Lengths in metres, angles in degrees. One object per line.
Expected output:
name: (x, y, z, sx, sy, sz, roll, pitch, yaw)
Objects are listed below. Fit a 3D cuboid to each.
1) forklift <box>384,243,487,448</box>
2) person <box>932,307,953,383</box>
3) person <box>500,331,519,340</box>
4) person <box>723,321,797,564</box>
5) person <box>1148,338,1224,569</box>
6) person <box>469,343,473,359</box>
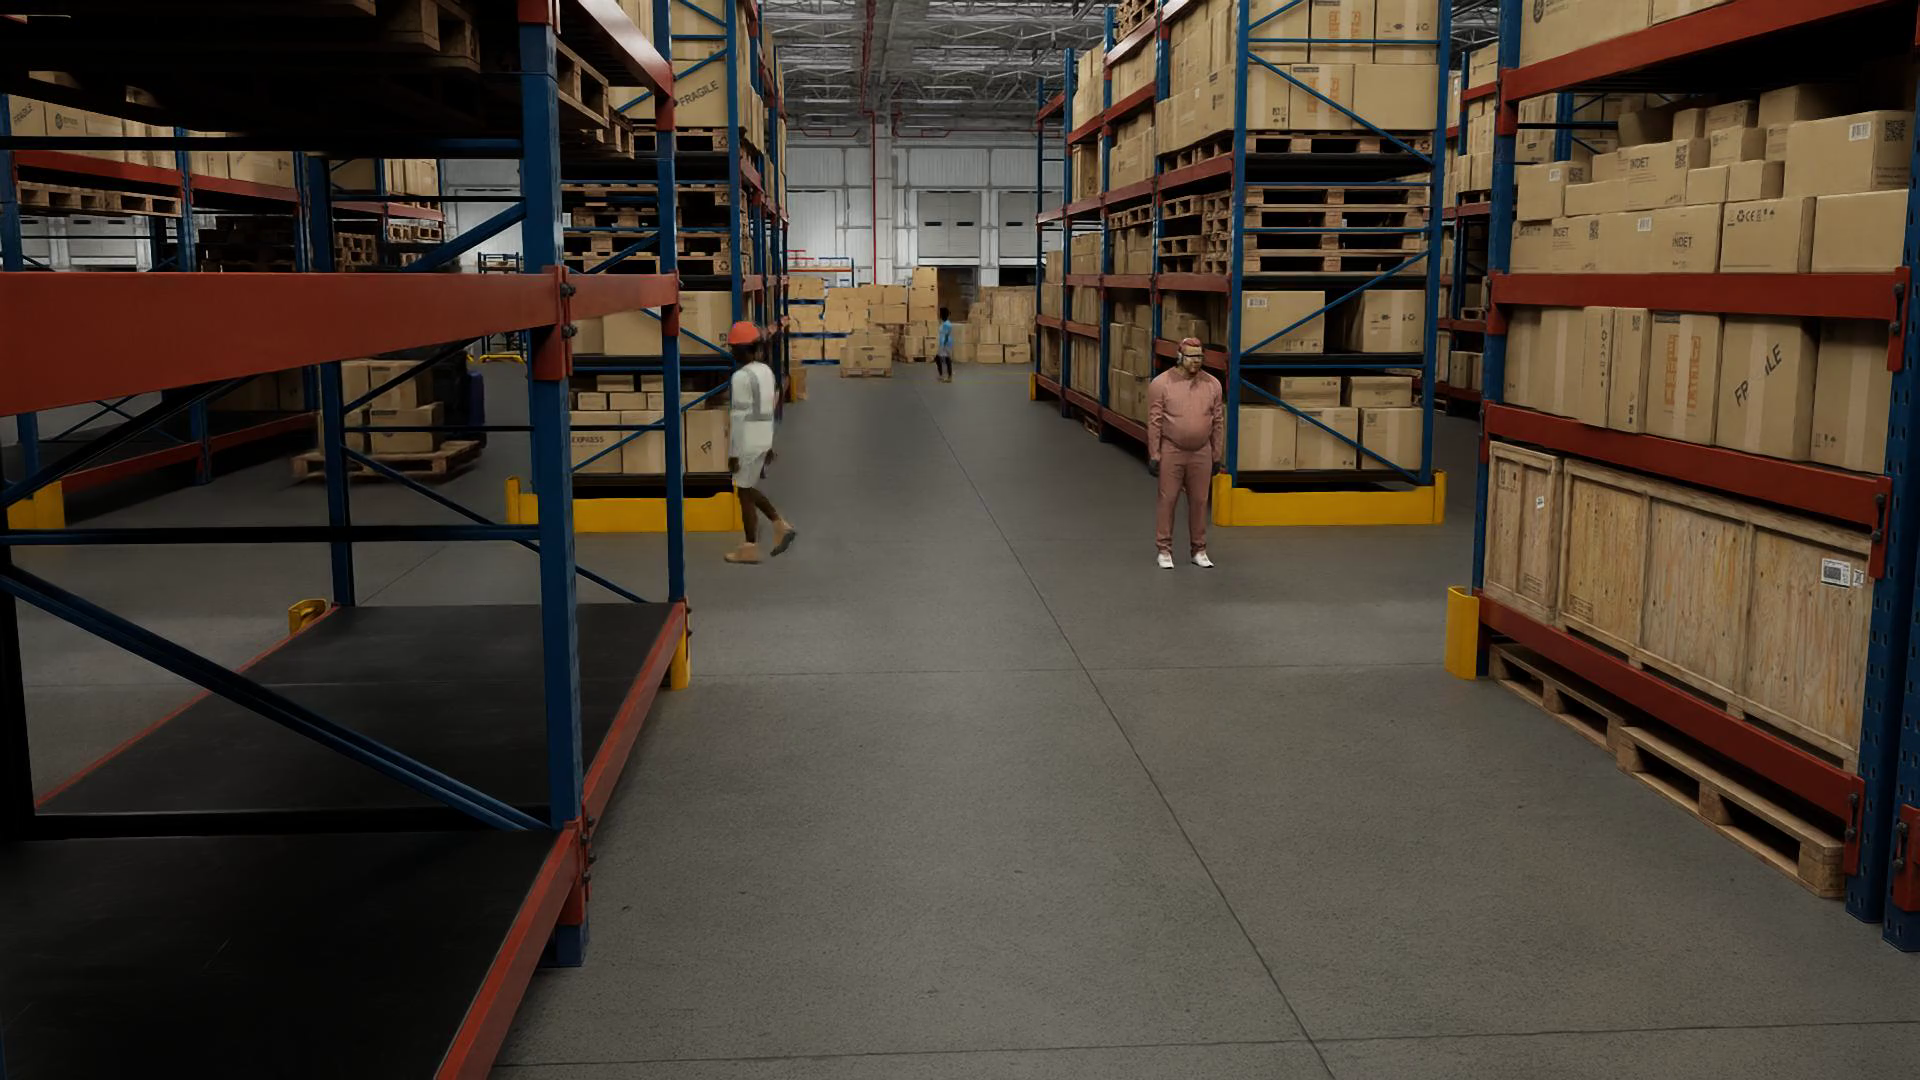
forklift: (-7.023, -2.526, 21.994, 1.129, 2.768, 1.873, -1, 9, -4)
person: (-0.424, -4.360, 37.227, 0.565, 1.677, 0.552, -2, 9, -14)
person: (-16.817, -8.472, 61.956, 0.534, 2.000, 0.762, 7, 11, 36)
person: (-1.700, -0.789, 13.744, 0.521, 2.030, 0.629, 3, 9, 17)
person: (1.861, -0.706, 13.652, 0.641, 1.900, 0.401, -2, 9, -10)
person: (-14.259, -6.154, 47.895, 0.355, 1.883, 0.575, 8, 12, 42)
